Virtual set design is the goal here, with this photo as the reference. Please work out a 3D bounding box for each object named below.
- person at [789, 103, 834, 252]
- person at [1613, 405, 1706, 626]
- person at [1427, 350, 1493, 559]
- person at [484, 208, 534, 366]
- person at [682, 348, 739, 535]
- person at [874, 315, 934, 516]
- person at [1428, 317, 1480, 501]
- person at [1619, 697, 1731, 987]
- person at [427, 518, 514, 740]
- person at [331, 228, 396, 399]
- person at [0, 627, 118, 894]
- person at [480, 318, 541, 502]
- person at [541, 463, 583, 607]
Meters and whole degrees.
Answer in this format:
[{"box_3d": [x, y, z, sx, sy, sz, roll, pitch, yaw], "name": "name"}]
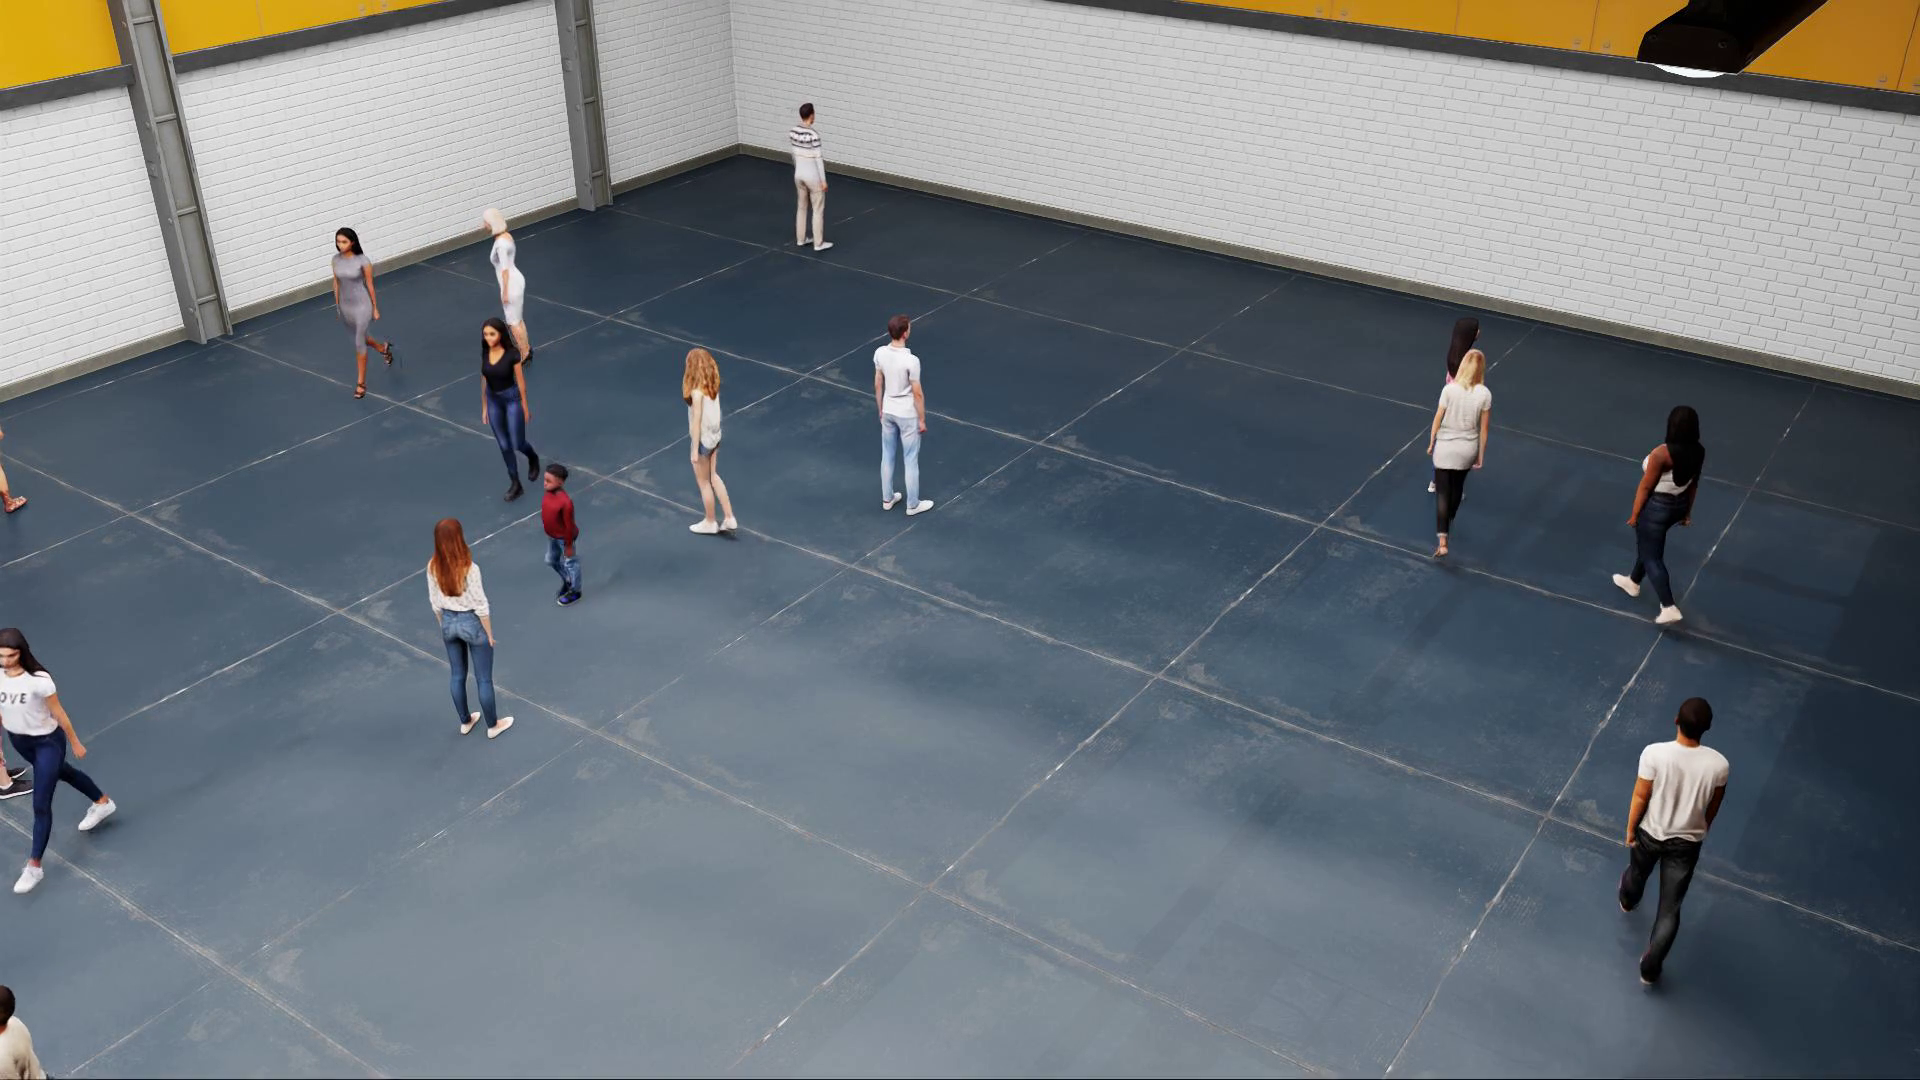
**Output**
[{"box_3d": [-1.950, -4.640, 21.238, 0.708, 1.857, 0.608, 23, 36, 36], "name": "person"}, {"box_3d": [5.598, -0.173, 13.131, 1.159, 1.779, 1.143, -9, 30, -15], "name": "person"}, {"box_3d": [4.204, -0.691, 14.065, 0.972, 1.793, 1.201, 2, 29, 4], "name": "person"}, {"box_3d": [-4.792, -2.697, 17.806, 0.741, 1.732, 0.675, -3, 29, -6], "name": "person"}, {"box_3d": [-2.155, -0.824, 14.352, 0.755, 1.752, 0.729, 11, 30, 19], "name": "person"}, {"box_3d": [-0.530, -1.111, 14.774, 0.642, 1.851, 0.522, 18, 33, 30], "name": "person"}, {"box_3d": [4.493, -1.204, 15.059, 0.696, 1.742, 0.648, -7, 29, -12], "name": "person"}, {"box_3d": [4.102, 1.763, 9.602, 0.876, 1.759, 1.230, 9, 30, 16], "name": "person"}, {"box_3d": [-3.497, 0.618, 11.732, 0.632, 1.728, 0.606, 8, 30, 14], "name": "person"}, {"box_3d": [-6.192, -2.394, 17.232, 0.892, 1.750, 1.155, 6, 29, 11], "name": "person"}, {"box_3d": [-5.762, 1.272, 10.548, 0.869, 1.715, 1.231, 9, 30, 17], "name": "person"}, {"box_3d": [-4.090, -1.229, 15.120, 0.708, 1.726, 0.837, 7, 29, 13], "name": "person"}, {"box_3d": [-3.179, -0.072, 13.497, 0.531, 1.249, 0.545, -24, 37, -37], "name": "person"}]
